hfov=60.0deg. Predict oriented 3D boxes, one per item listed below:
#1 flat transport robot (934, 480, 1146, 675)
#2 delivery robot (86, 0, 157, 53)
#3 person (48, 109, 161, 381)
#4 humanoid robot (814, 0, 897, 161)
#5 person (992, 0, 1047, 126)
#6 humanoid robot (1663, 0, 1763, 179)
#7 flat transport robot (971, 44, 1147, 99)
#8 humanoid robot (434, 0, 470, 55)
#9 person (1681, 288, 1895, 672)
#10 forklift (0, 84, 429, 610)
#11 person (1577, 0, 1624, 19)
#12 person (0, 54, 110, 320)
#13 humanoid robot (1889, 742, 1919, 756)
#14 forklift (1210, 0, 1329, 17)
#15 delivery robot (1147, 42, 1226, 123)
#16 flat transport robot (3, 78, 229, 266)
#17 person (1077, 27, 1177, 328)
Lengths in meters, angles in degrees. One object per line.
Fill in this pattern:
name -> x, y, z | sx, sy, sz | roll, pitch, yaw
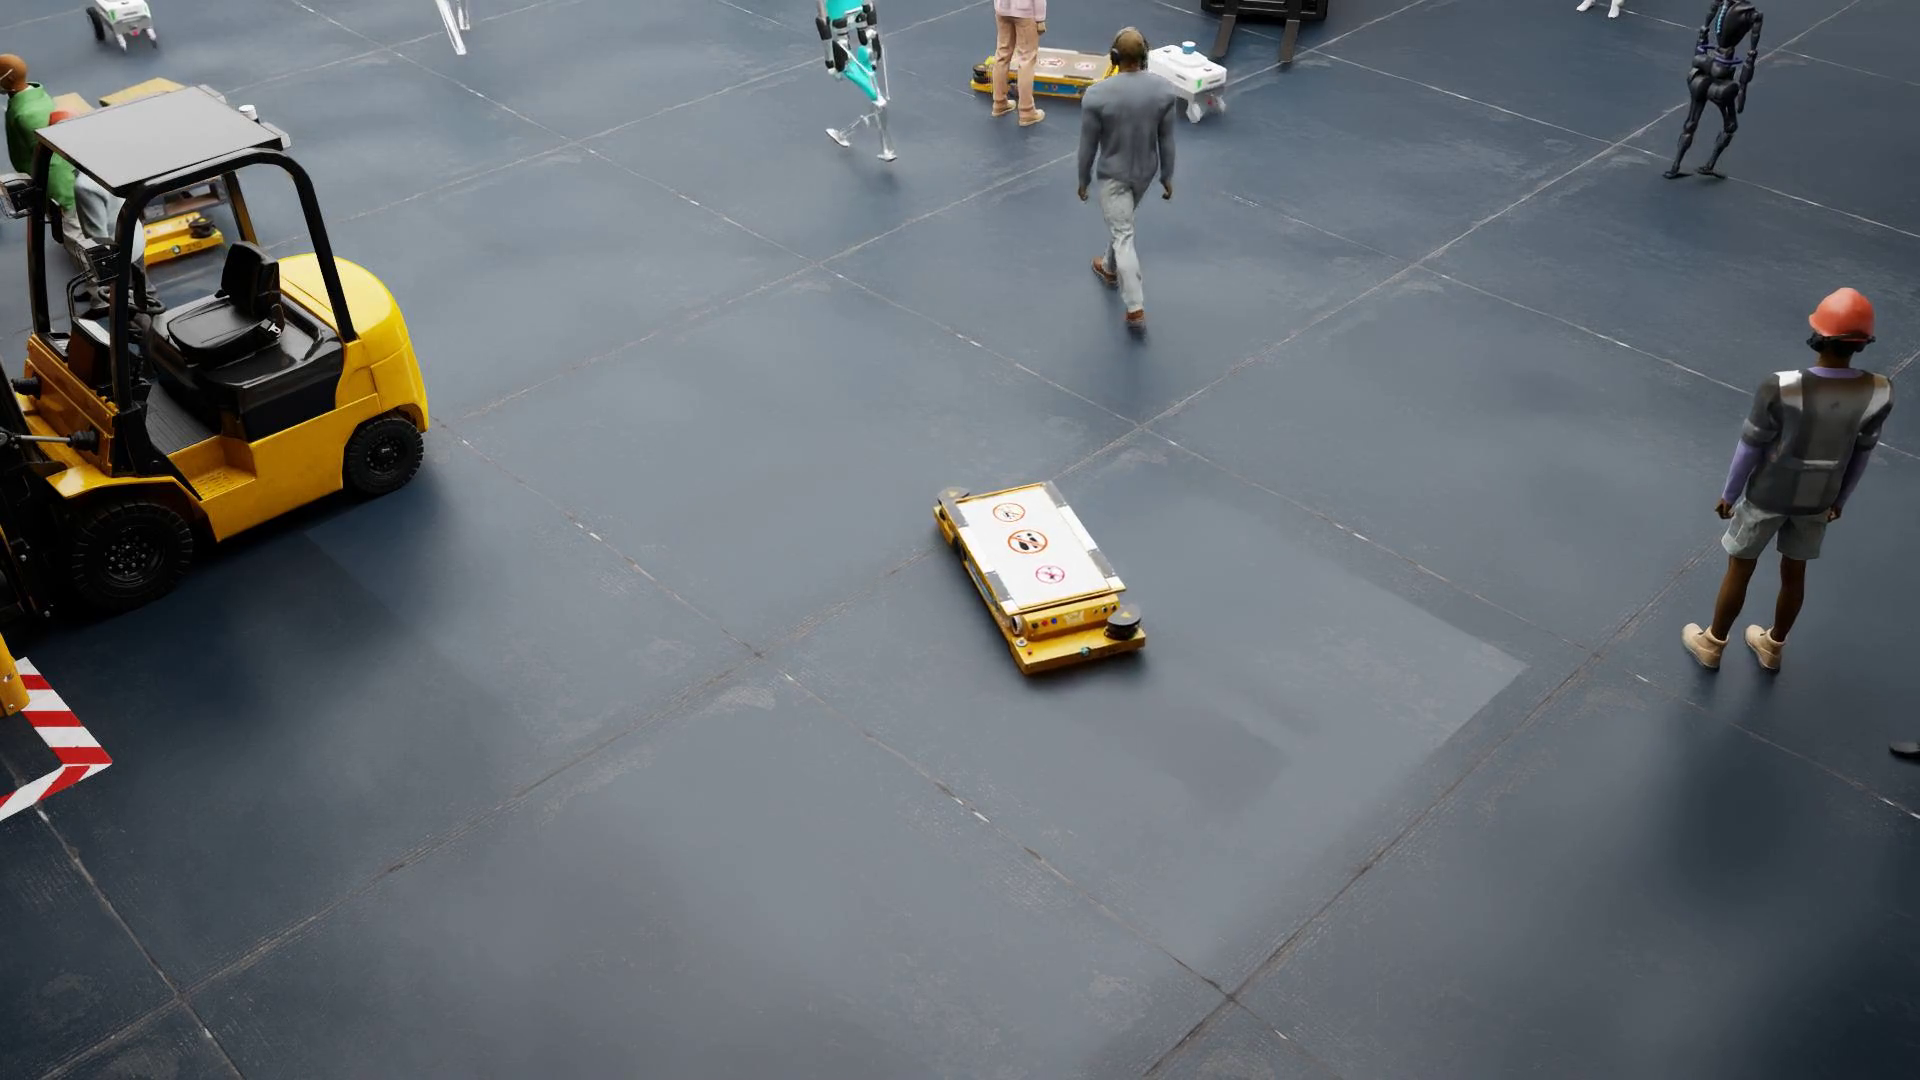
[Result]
flat transport robot -> 0.394, 0.142, 8.807 | 0.659, 0.231, 1.431 | -12, 38, -15
delivery robot -> -7.683, -4.831, 15.241 | 0.499, 0.614, 0.818 | -25, 43, -29
person -> -5.184, -1.800, 10.175 | 0.352, 1.742, 0.572 | -4, 37, -5
humanoid robot -> -0.697, -3.660, 12.712 | 0.530, 1.735, 1.031 | -27, 44, -31
person -> 0.464, -4.248, 13.428 | 0.526, 1.775, 0.408 | 29, 45, 33
humanoid robot -> 5.707, -3.513, 12.527 | 0.420, 1.648, 0.609 | -13, 39, -17
flat transport robot -> 0.864, -4.015, 14.371 | 1.431, 0.231, 0.659 | 9, 38, 12
humanoid robot -> -4.601, -5.293, 14.900 | 0.560, 1.815, 0.884 | -12, 38, -16
person -> 3.909, -0.250, 7.865 | 0.601, 2.034, 0.413 | 1, 37, 2
forklift -> -4.145, -1.093, 8.856 | 2.313, 2.155, 1.214 | -31, 47, -34
person -> 6.150, -5.725, 15.522 | 0.517, 1.632, 0.315 | 25, 43, 30
person -> -5.871, -2.279, 10.783 | 0.384, 1.782, 0.550 | -15, 39, -19
humanoid robot -> 4.543, 0.370, 7.321 | 0.371, 1.644, 0.611 | 7, 37, 10
forklift -> 3.106, -6.400, 15.960 | 1.214, 2.155, 2.313 | 8, 37, 10
delivery robot -> 1.892, -3.879, 13.926 | 0.499, 0.566, 0.739 | -22, 42, -27
flat transport robot -> -6.013, -2.409, 12.221 | 0.659, 0.231, 1.431 | -26, 44, -30
person -> 1.094, -2.357, 10.808 | 0.636, 1.887, 1.044 | -11, 38, -14
